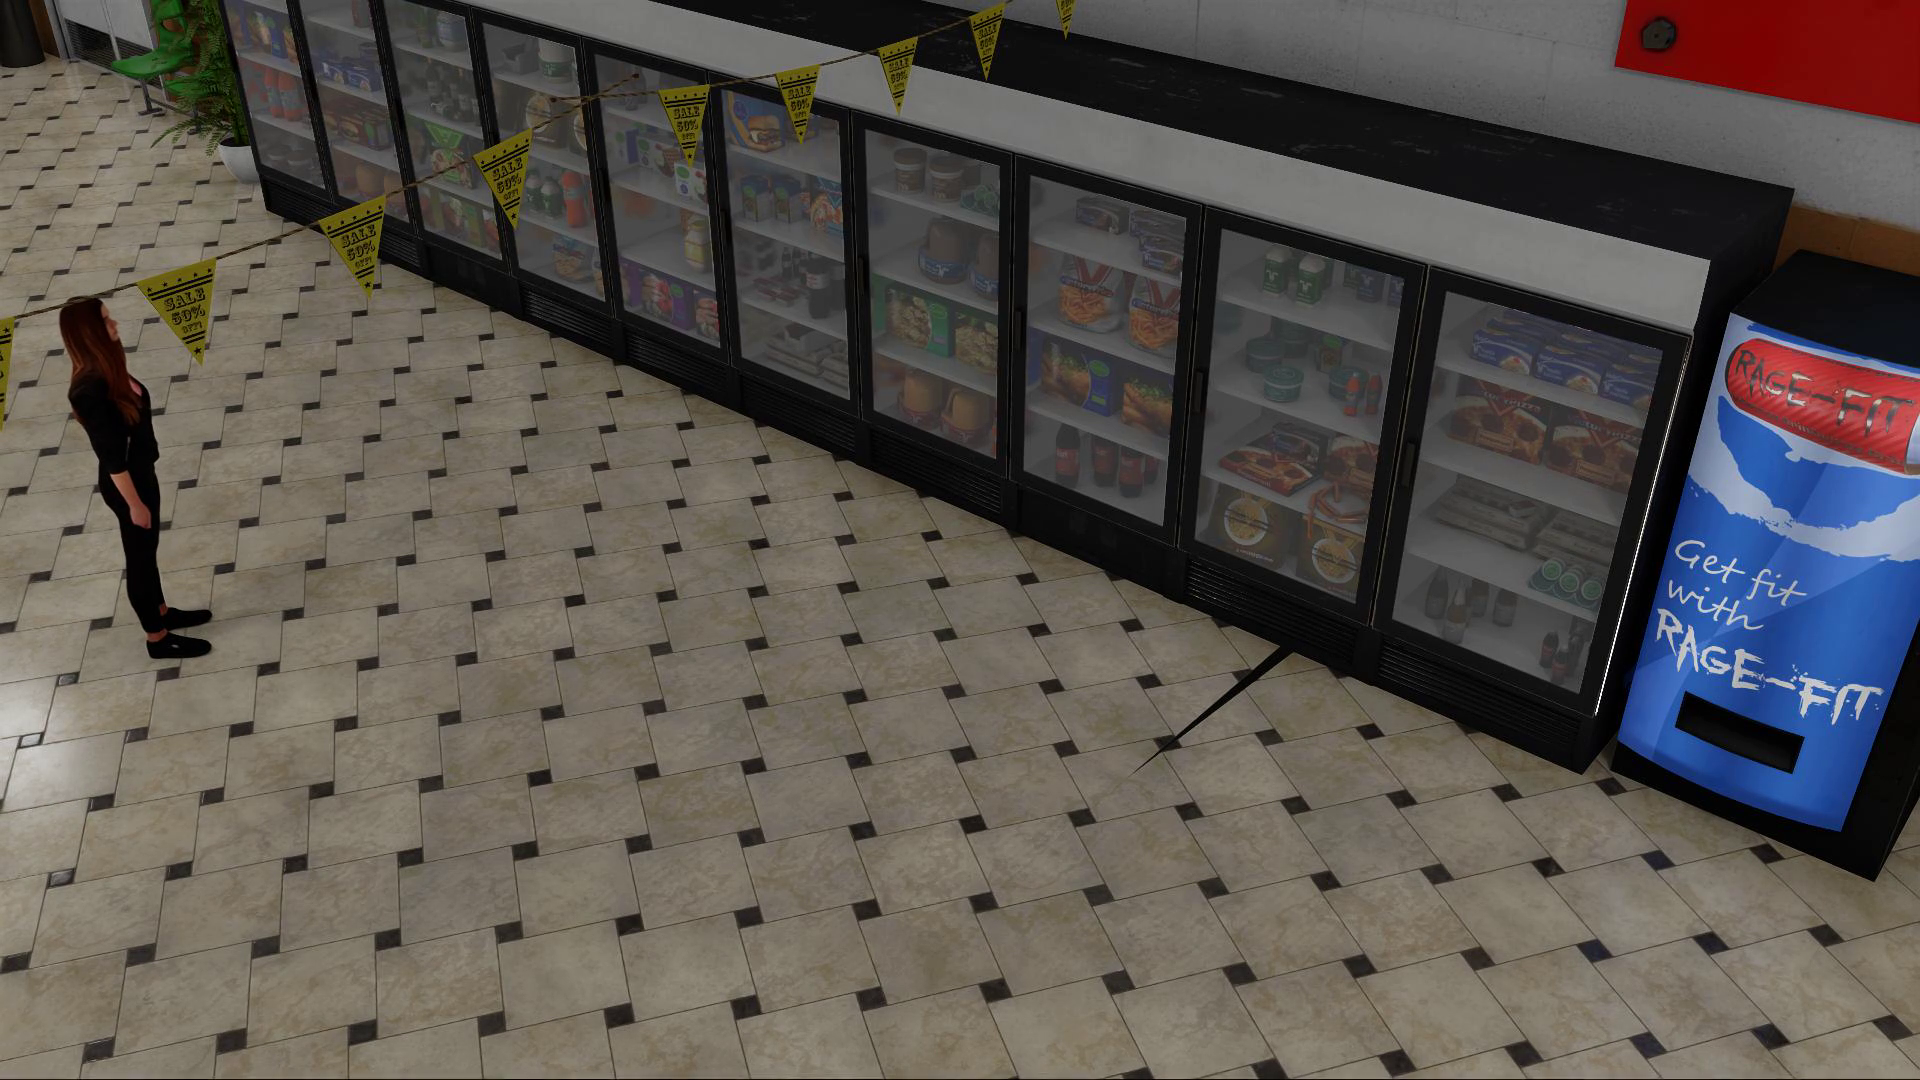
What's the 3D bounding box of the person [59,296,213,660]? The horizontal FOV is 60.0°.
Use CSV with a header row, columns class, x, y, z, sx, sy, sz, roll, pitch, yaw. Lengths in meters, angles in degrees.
class,x,y,z,sx,sy,sz,roll,pitch,yaw
person,-3.680,-0.270,7.330,0.702,1.713,0.684,-9,33,-14
